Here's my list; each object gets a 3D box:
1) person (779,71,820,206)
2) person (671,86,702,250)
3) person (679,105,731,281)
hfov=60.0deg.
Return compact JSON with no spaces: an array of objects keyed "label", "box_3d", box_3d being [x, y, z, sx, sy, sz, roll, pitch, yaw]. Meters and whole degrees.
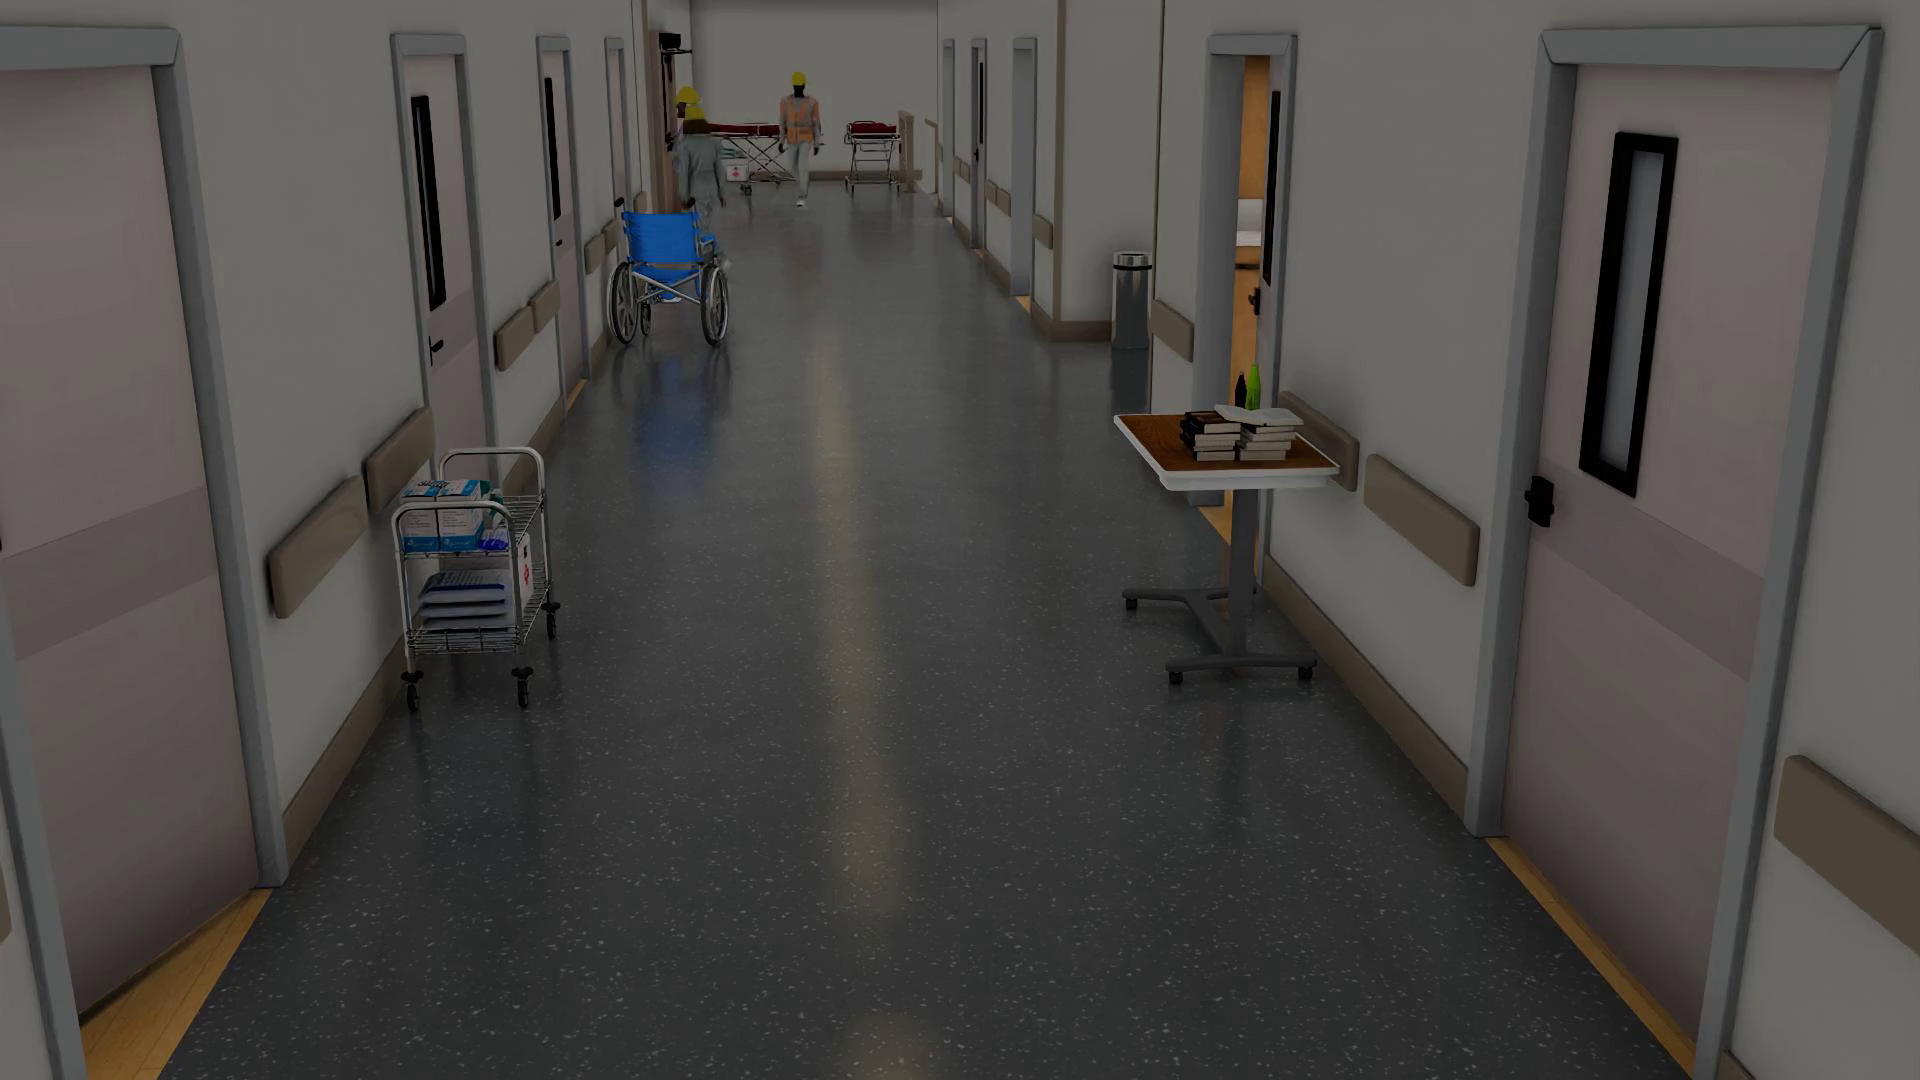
[{"label":"person","box_3d":[-2.318,-5.846,24.227,0.599,1.904,0.746,4,17,14]},{"label":"person","box_3d":[-2.977,-4.063,18.380,0.404,1.837,0.590,-3,17,-10]},{"label":"person","box_3d":[-2.528,-3.448,16.533,0.800,1.711,0.488,16,23,42]}]
